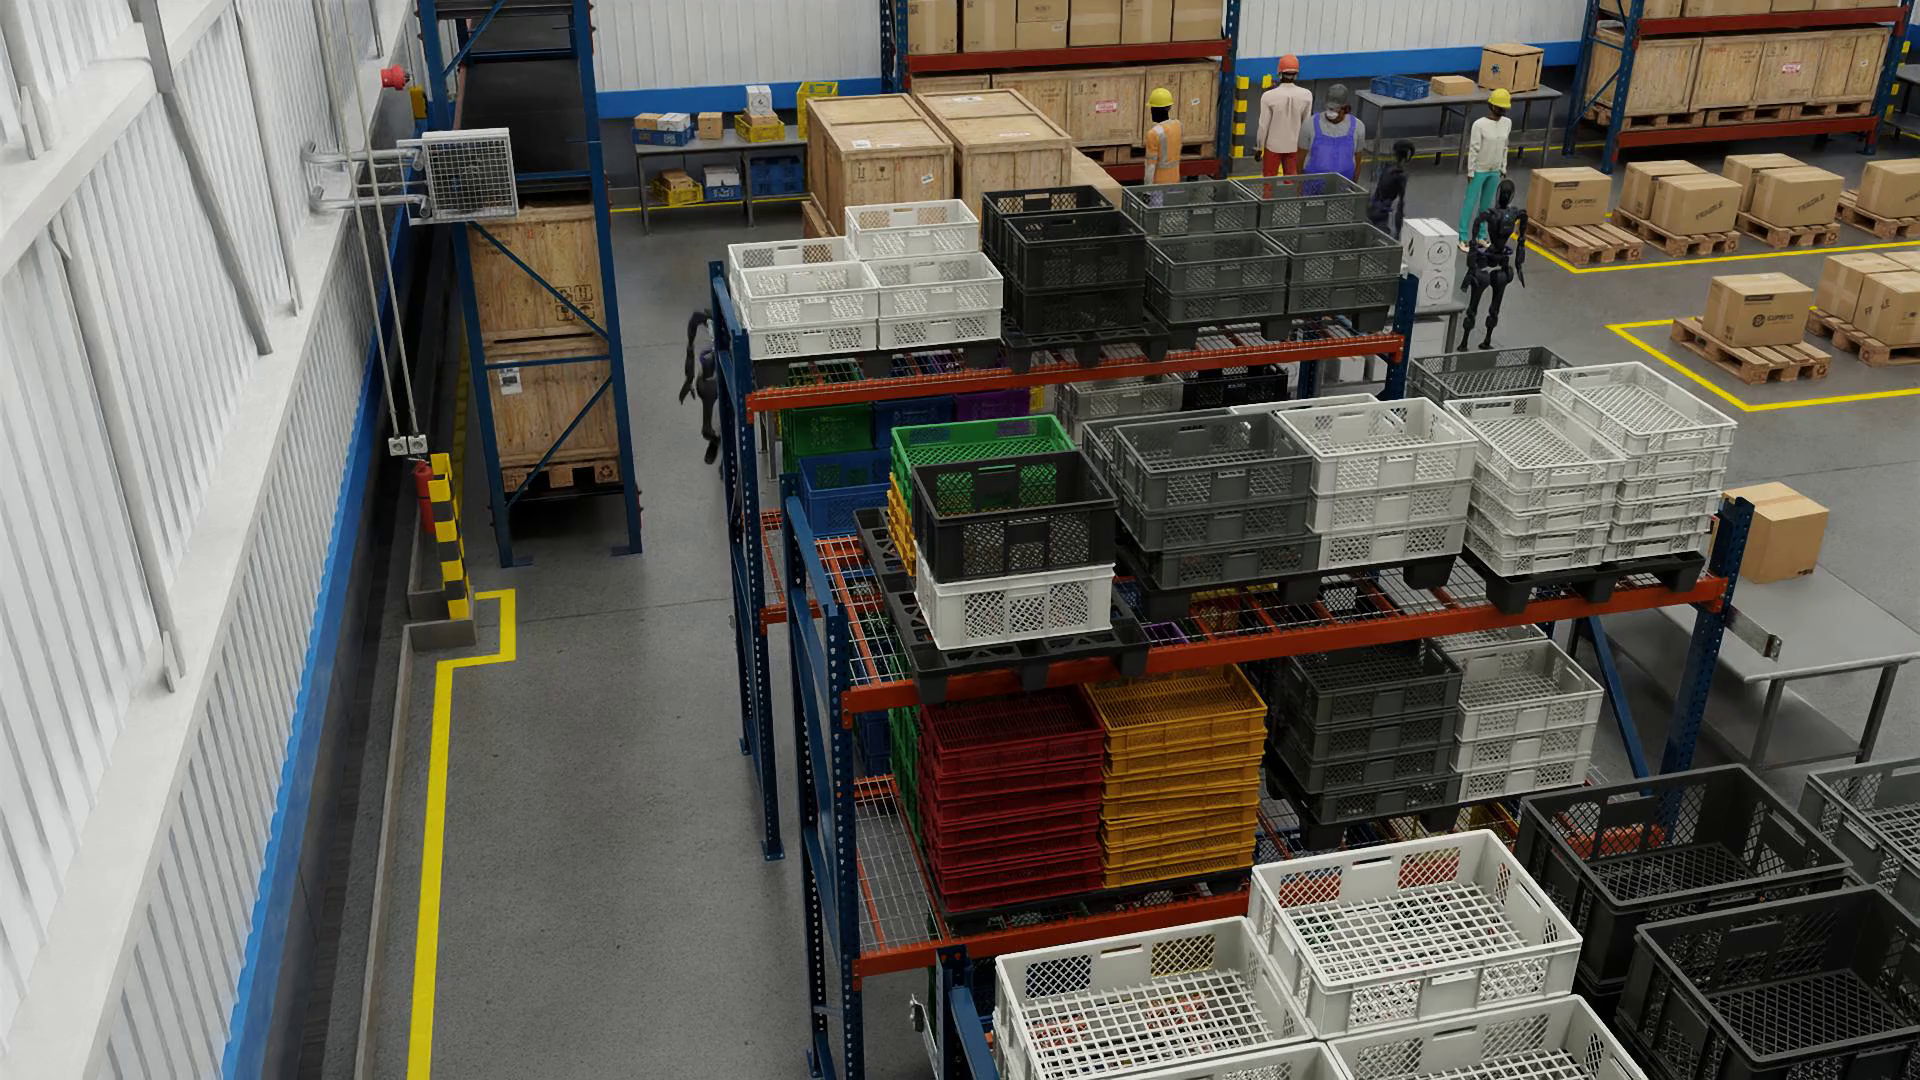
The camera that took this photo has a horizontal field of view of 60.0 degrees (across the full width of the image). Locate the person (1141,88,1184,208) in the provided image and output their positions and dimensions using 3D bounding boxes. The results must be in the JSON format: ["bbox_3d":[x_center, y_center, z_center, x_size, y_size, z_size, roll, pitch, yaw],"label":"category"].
[{"bbox_3d":[2.085,-3.752,17.402,0.405,1.918,0.582,20,34,33],"label":"person"}]

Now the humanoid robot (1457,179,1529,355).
[{"bbox_3d":[4.896,-2.489,15.247,0.590,1.654,0.328,-5,28,-10],"label":"humanoid robot"}]

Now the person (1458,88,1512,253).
[{"bbox_3d":[5.722,-4.012,18.051,0.523,1.768,0.316,-12,30,-21],"label":"person"}]

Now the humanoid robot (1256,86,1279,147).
[{"bbox_3d":[3.783,-4.758,19.548,0.590,1.657,0.328,8,29,15],"label":"humanoid robot"}]

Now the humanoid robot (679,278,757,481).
[{"bbox_3d":[-1.878,-1.260,12.936,0.623,1.644,0.380,-4,28,-7],"label":"humanoid robot"}]

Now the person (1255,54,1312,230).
[{"bbox_3d":[3.583,-4.388,18.523,0.616,1.994,0.378,-6,28,-10],"label":"person"}]

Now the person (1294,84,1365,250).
[{"bbox_3d":[3.791,-3.673,17.117,0.674,2.000,0.537,2,28,3],"label":"person"}]

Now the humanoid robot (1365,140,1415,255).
[{"bbox_3d":[4.223,-3.229,16.724,0.776,1.609,0.667,-1,28,-2],"label":"humanoid robot"}]
